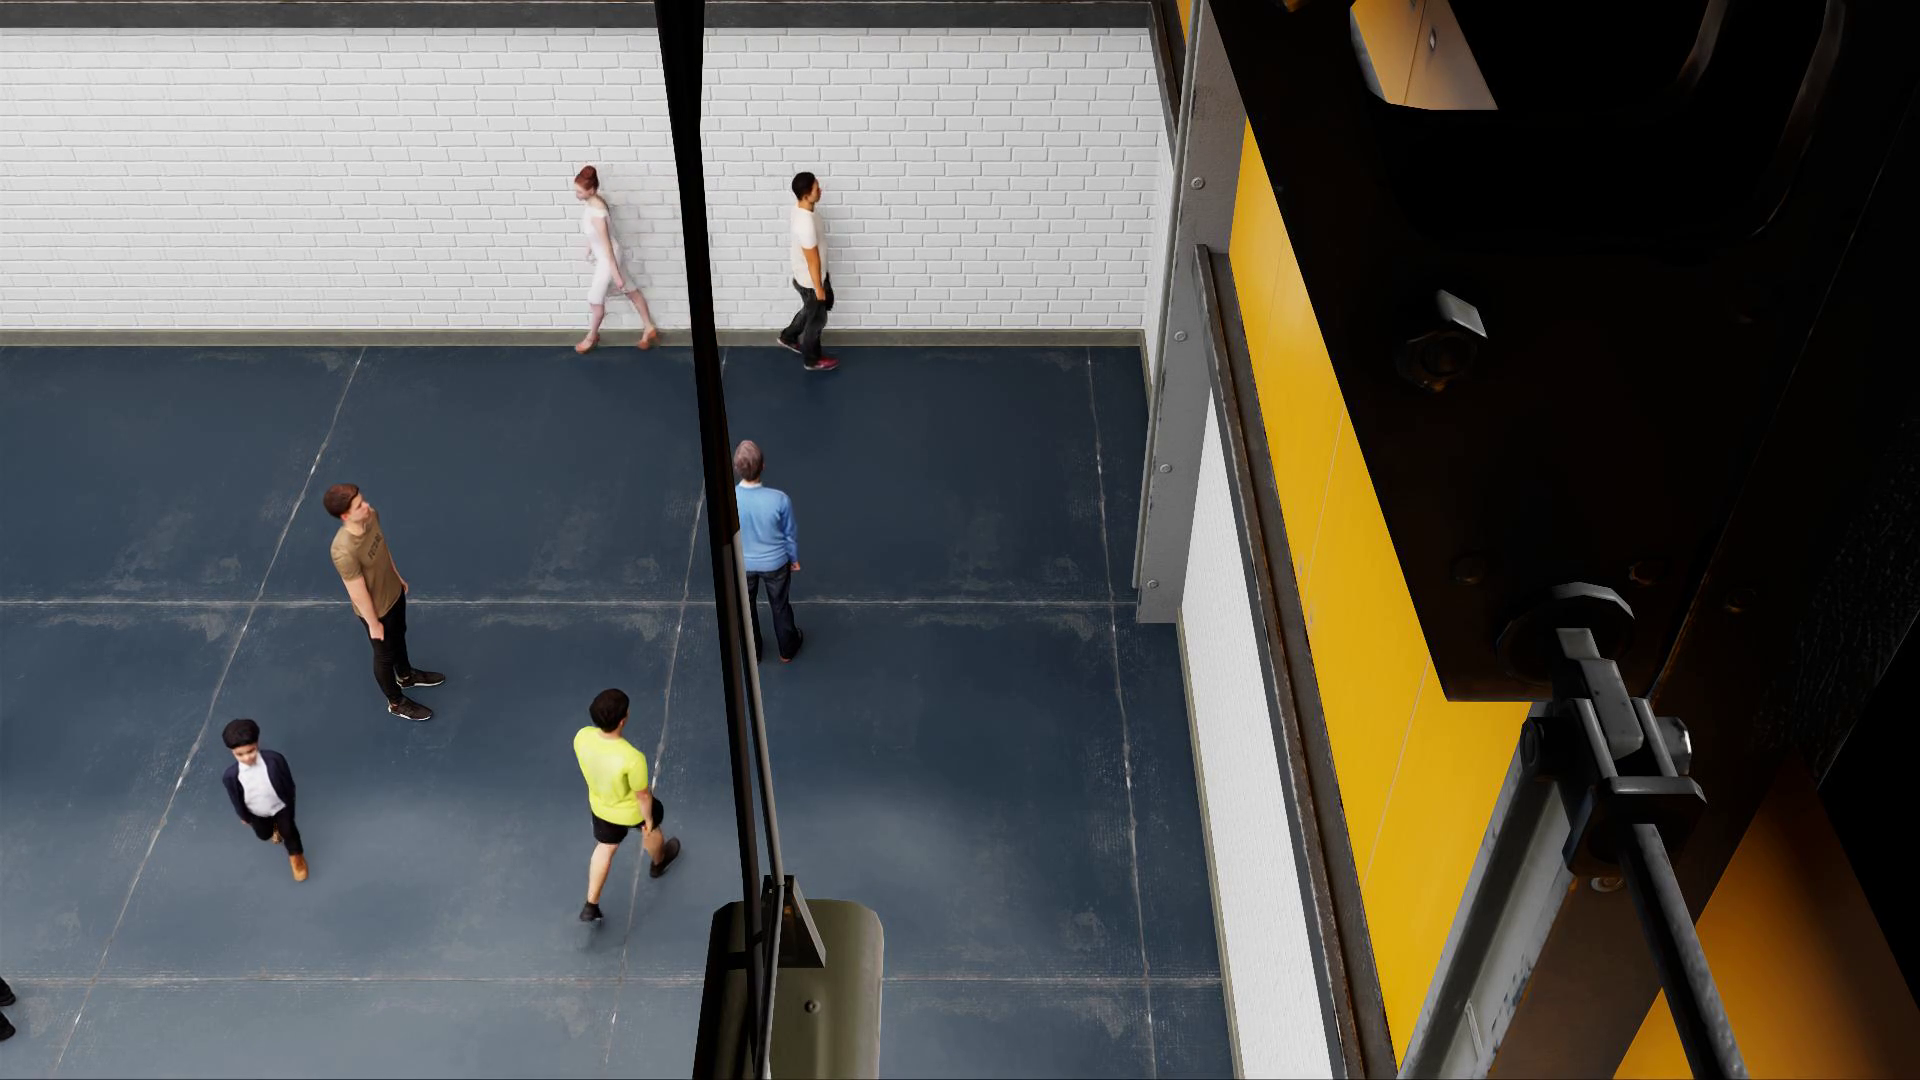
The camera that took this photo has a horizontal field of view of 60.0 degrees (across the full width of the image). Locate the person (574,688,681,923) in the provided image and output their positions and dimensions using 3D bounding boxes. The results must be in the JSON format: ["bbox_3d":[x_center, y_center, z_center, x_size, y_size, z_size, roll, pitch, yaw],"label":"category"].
[{"bbox_3d":[-1.945,1.508,9.310,0.858,1.683,1.115,15,46,15],"label":"person"}]

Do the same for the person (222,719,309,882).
[{"bbox_3d":[-4.058,1.468,9.689,0.665,1.218,0.790,-18,46,-18],"label":"person"}]

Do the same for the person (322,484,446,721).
[{"bbox_3d":[-3.636,0.361,10.393,0.730,1.850,0.508,3,44,3],"label":"person"}]

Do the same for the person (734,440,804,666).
[{"bbox_3d":[-1.292,0.100,10.692,0.652,1.816,0.539,0,44,0],"label":"person"}]

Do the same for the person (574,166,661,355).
[{"bbox_3d":[-2.670,-2.161,13.103,0.792,1.764,0.905,-6,44,-6],"label":"person"}]

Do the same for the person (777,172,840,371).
[{"bbox_3d":[-1.254,-2.062,12.980,0.740,1.790,0.682,-4,44,-4],"label":"person"}]
